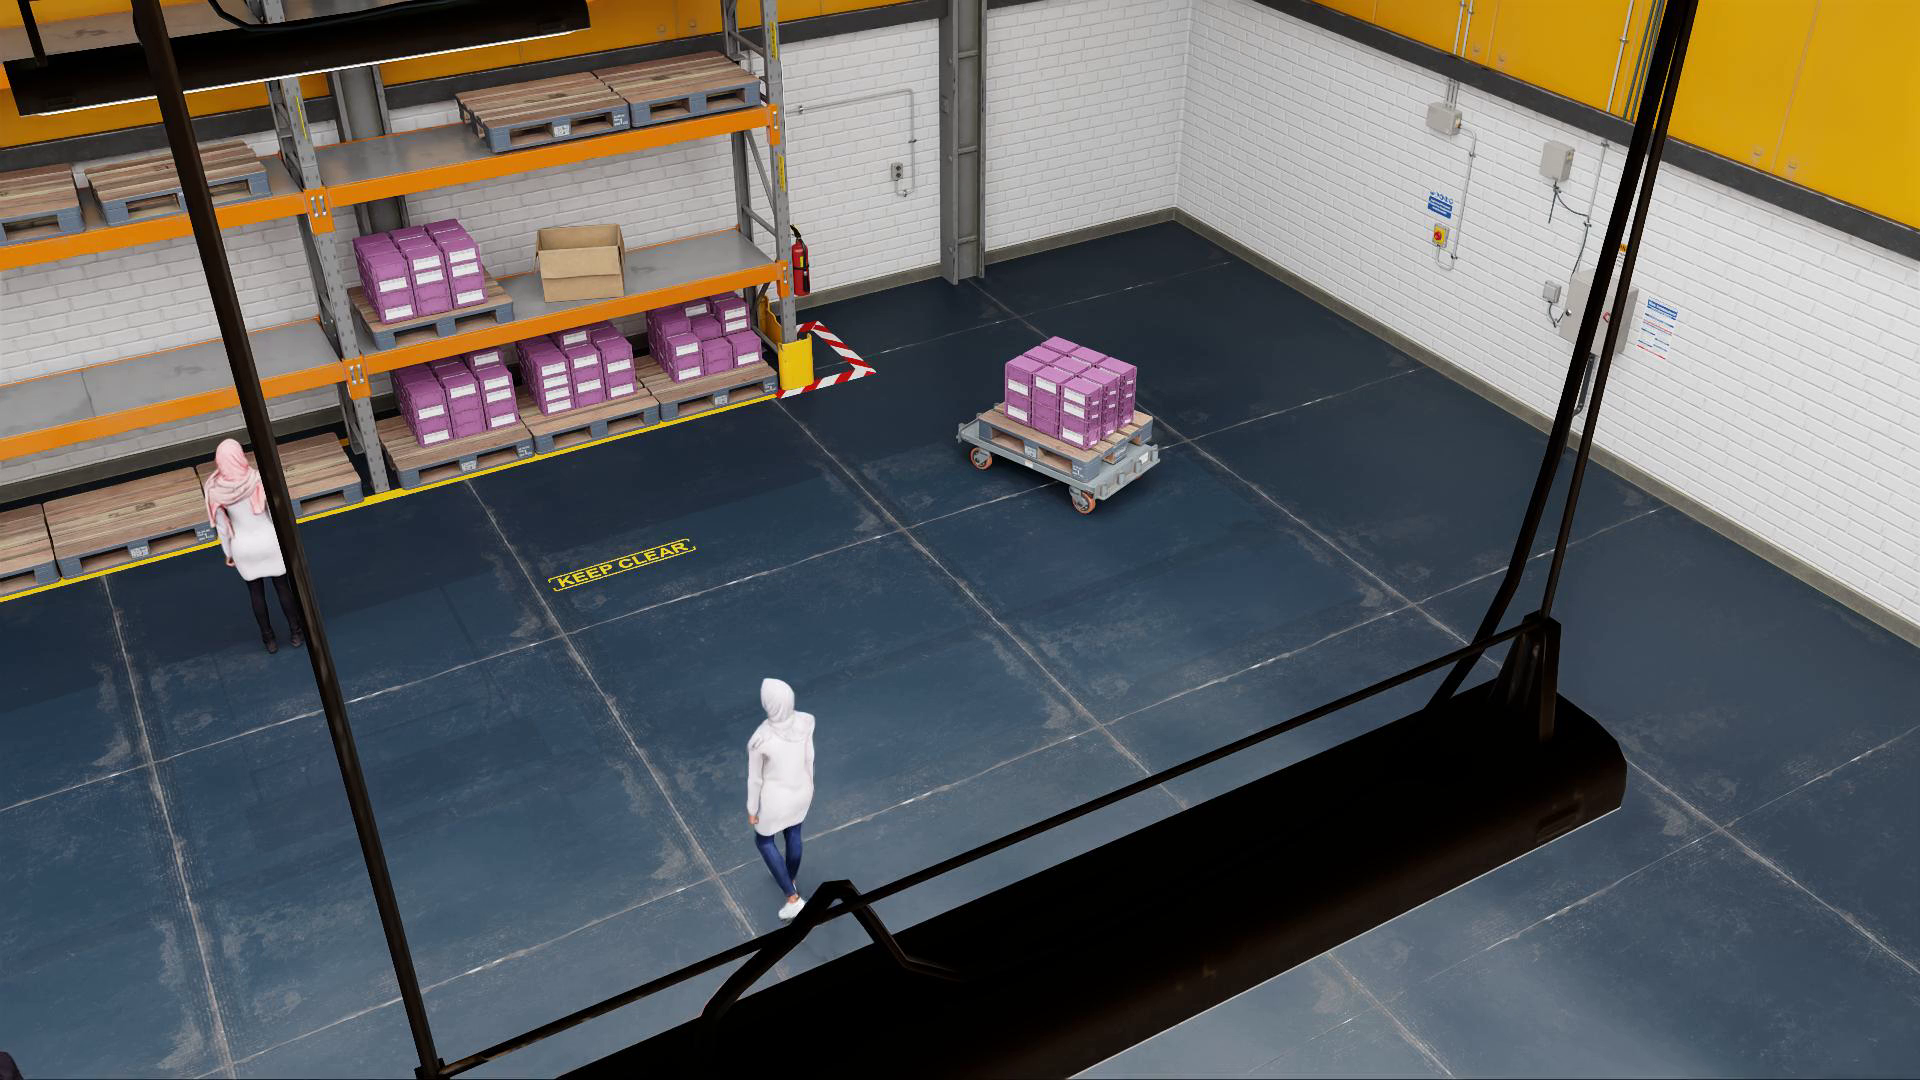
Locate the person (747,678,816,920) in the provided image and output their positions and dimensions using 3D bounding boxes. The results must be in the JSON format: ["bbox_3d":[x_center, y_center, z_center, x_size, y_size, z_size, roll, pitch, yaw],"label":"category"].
[{"bbox_3d":[-1.037,1.589,10.050,0.782,1.767,0.715,-20,39,-28],"label":"person"}]

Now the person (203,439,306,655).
[{"bbox_3d":[-5.221,0.044,12.341,0.598,1.803,0.745,-10,35,-15],"label":"person"}]
